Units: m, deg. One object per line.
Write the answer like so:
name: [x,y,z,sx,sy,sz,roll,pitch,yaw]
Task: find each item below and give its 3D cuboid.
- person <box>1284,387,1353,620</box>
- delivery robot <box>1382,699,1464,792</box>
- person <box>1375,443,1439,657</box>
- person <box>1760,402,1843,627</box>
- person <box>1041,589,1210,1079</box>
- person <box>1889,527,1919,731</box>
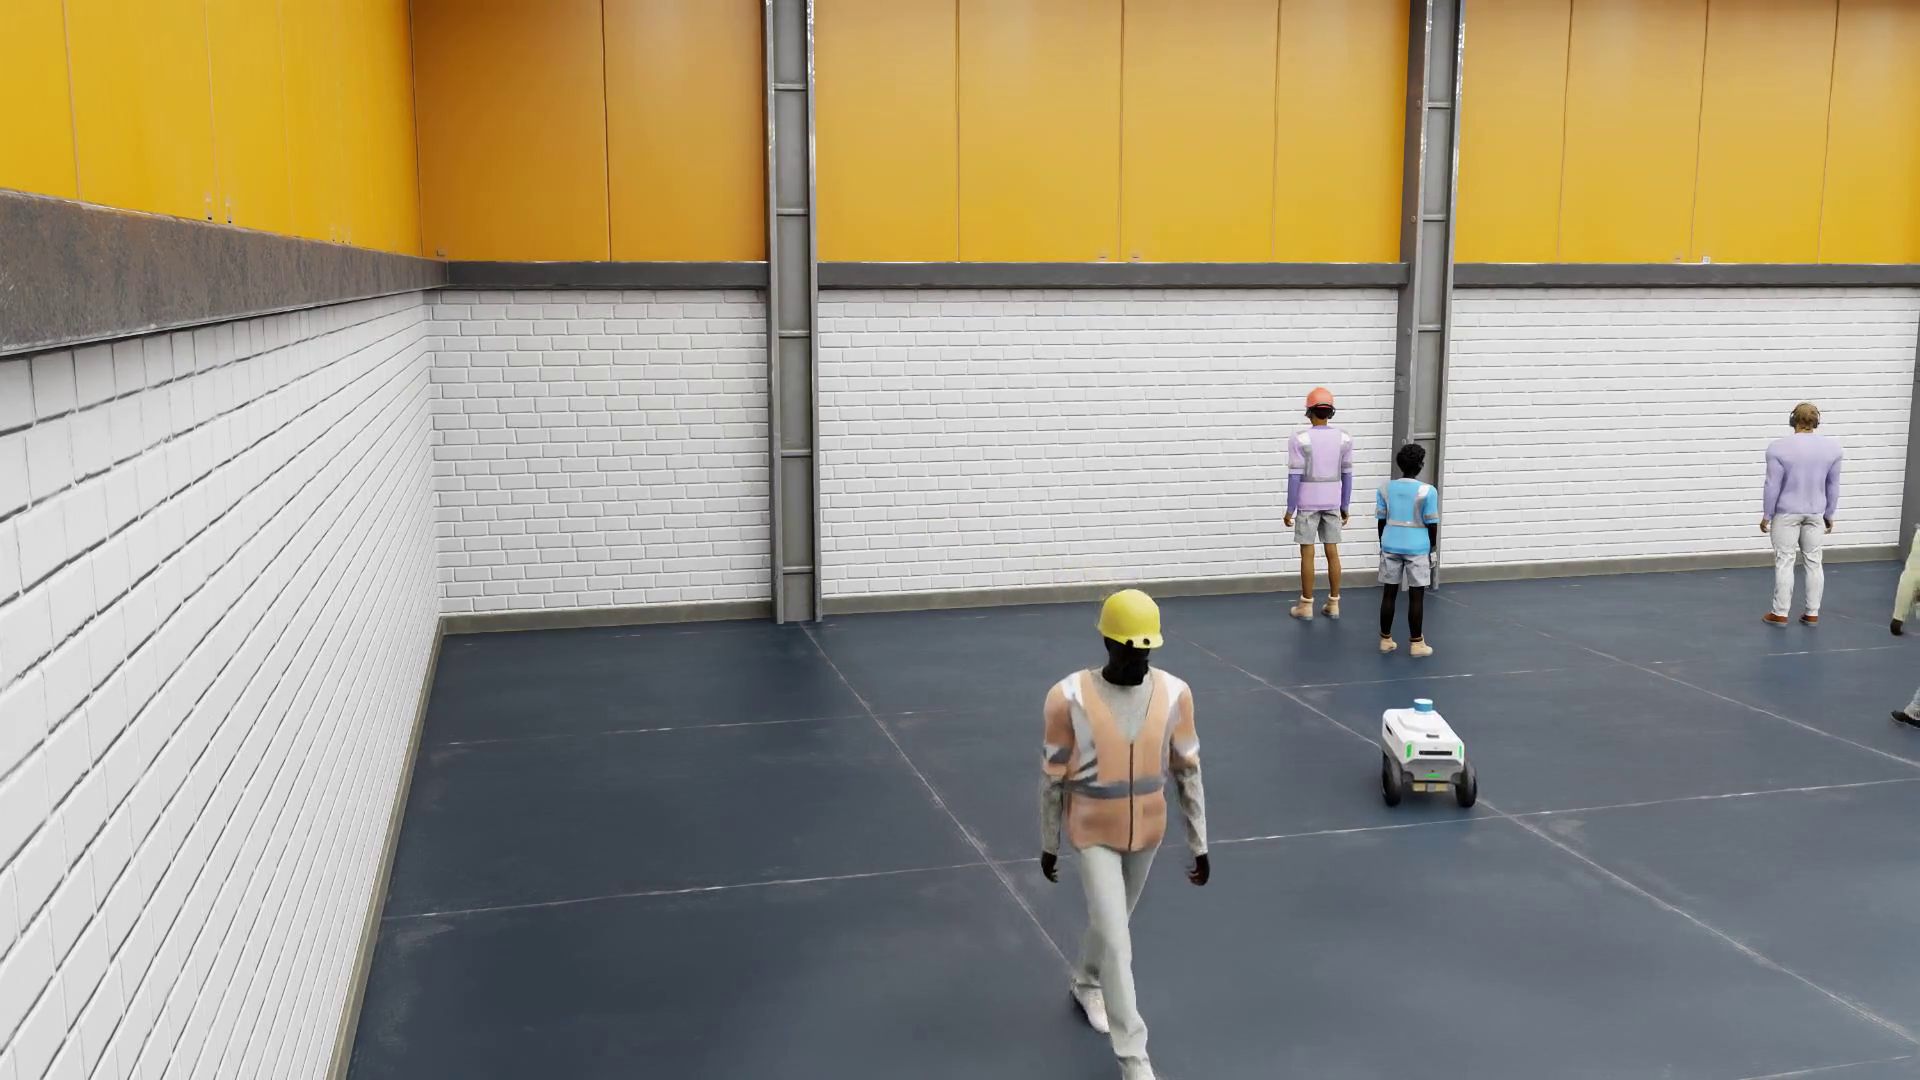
person: [3.128,-0.318,14.599,0.613,2.041,0.393,-2,9,-13]
delivery robot: [2.683,1.168,9.663,0.477,0.478,0.707,0,9,3]
person: [3.543,0.081,13.185,0.536,1.697,0.318,8,12,40]
person: [7.196,-0.214,14.277,0.630,1.938,0.369,1,9,4]
person: [0.622,1.097,6.316,0.605,1.869,1.037,-3,10,-17]
person: [6.334,0.445,10.656,0.607,1.785,0.951,-1,9,-6]
